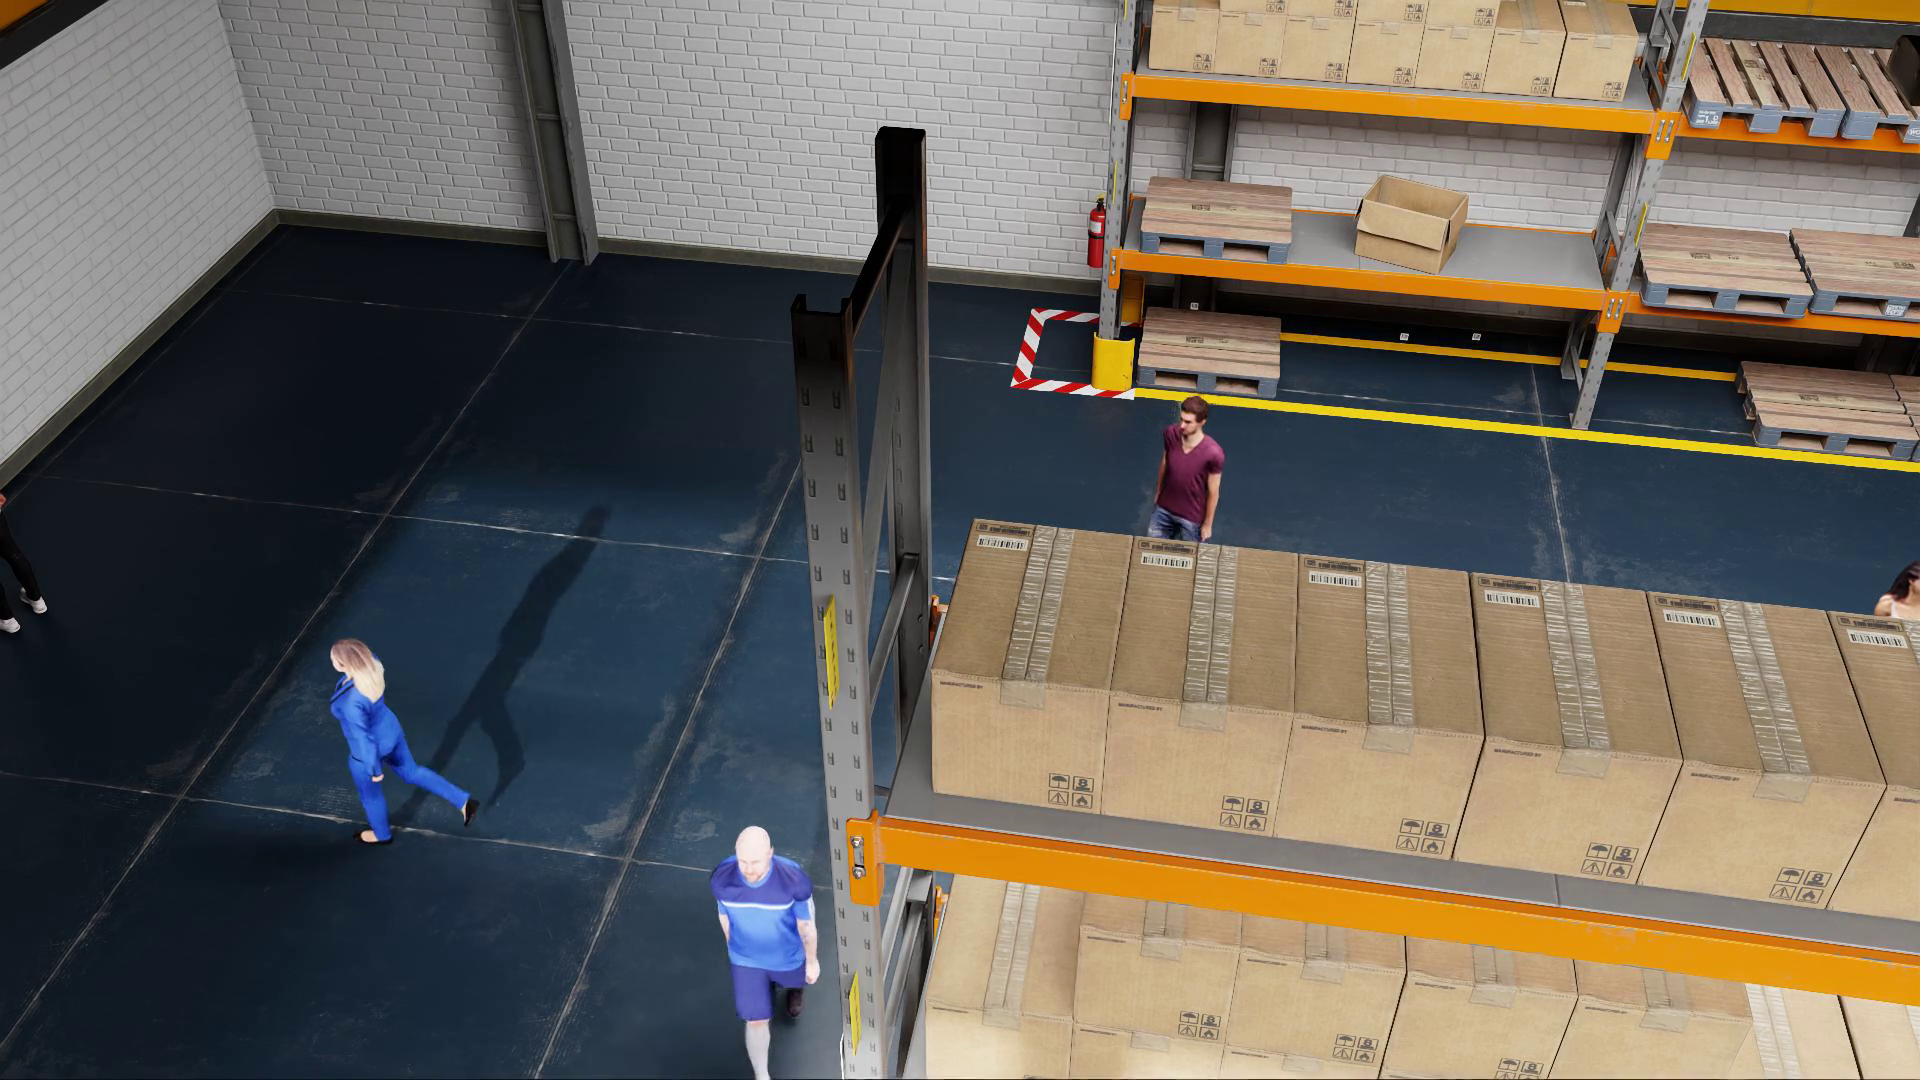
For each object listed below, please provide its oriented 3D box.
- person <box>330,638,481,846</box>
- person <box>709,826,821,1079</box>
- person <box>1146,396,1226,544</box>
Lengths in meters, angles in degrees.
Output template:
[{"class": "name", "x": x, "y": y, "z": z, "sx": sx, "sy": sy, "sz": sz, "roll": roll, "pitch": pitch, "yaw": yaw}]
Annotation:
[{"class": "person", "x": -3.355, "y": 1.213, "z": 9.862, "sx": 1.073, "sy": 1.679, "sz": 0.704, "roll": 1, "pitch": 39, "yaw": 2}, {"class": "person", "x": -0.971, "y": 2.077, "z": 8.684, "sx": 1.160, "sy": 1.800, "sz": 0.885, "roll": 0, "pitch": 39, "yaw": 0}, {"class": "person", "x": 1.604, "y": -0.258, "z": 11.573, "sx": 0.741, "sy": 1.843, "sz": 0.847, "roll": 28, "pitch": 47, "yaw": 31}]
